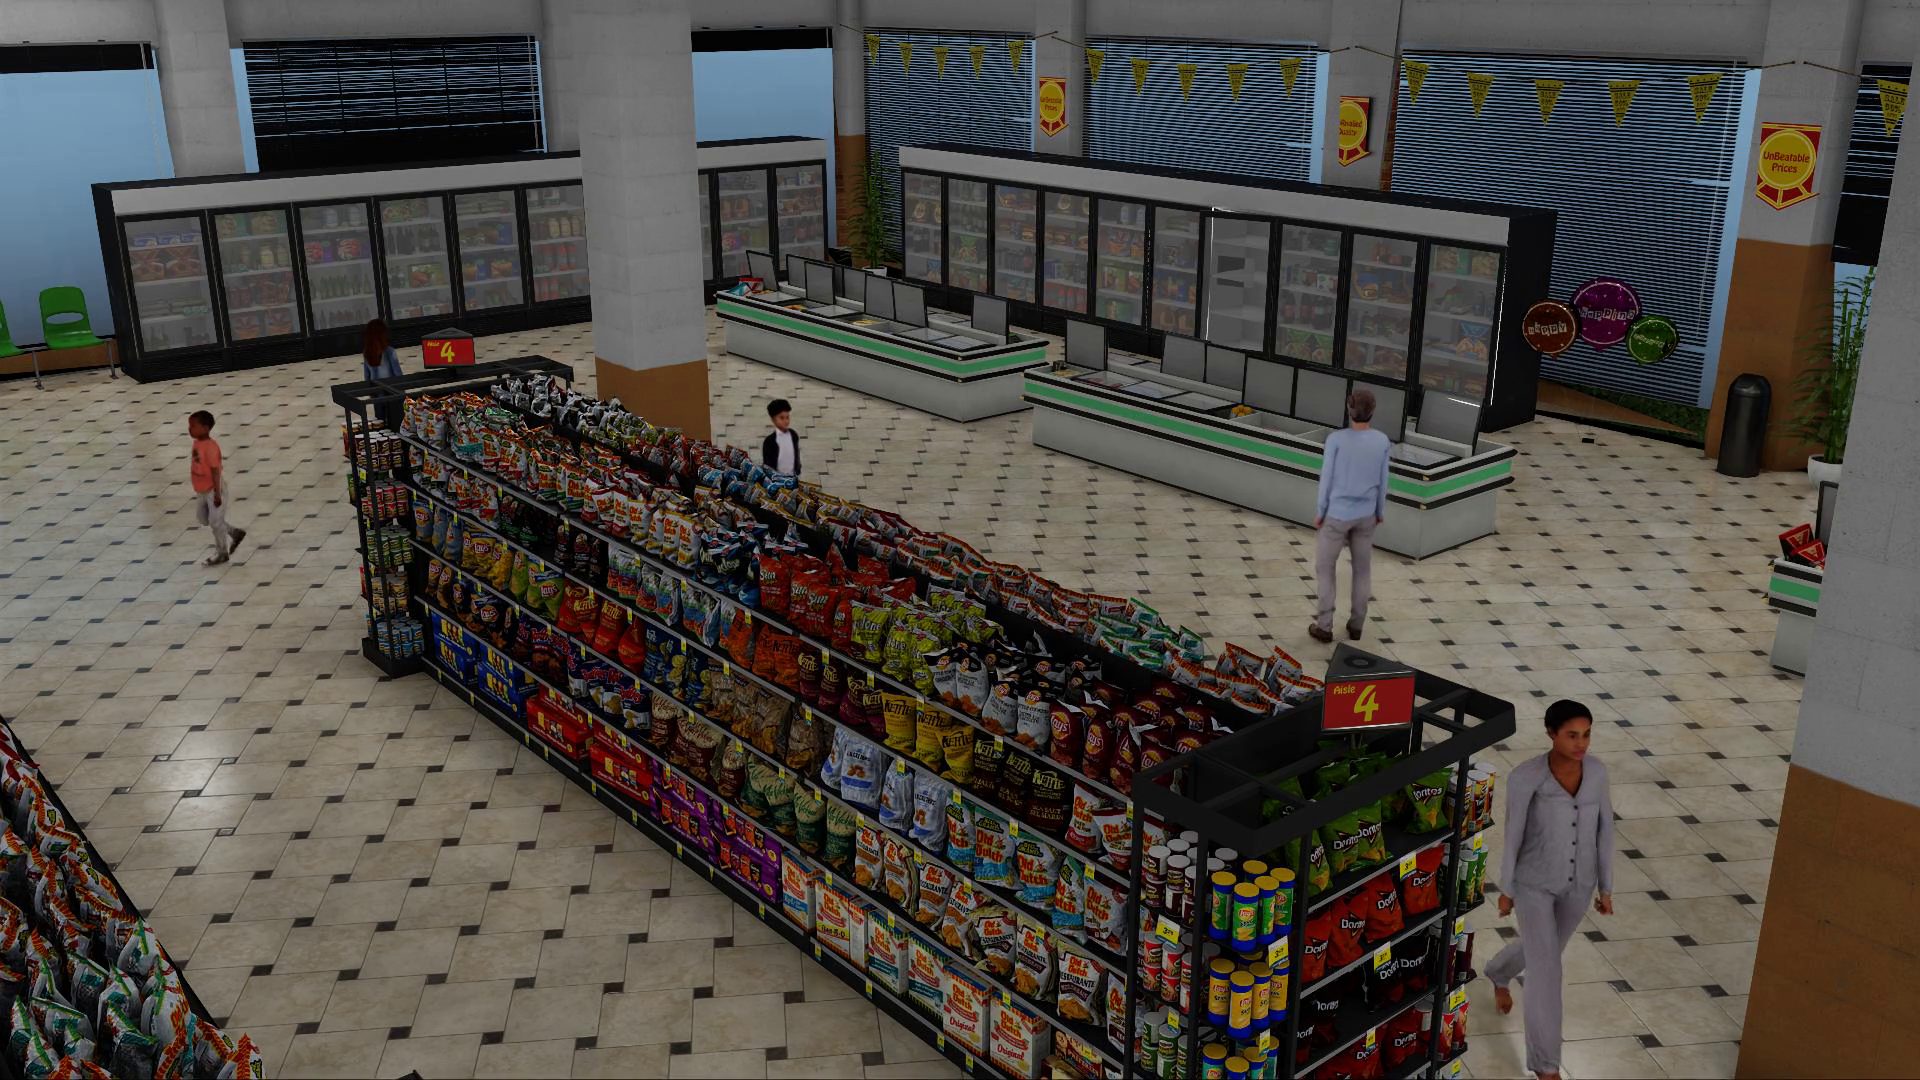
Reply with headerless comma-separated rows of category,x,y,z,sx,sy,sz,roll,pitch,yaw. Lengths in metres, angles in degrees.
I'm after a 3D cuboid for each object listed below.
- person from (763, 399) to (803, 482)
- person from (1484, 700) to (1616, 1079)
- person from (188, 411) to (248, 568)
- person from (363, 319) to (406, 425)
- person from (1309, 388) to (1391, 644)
person,-1.577,-0.628,14.433,0.506,1.221,0.477,-16,24,-39
person,2.590,1.484,7.398,0.999,1.713,1.211,-4,19,-11
person,-6.141,-0.445,13.760,0.614,1.303,0.589,17,25,42
person,-5.706,-1.462,16.503,0.602,1.477,0.701,6,19,16
person,2.829,-0.159,11.991,0.812,1.891,0.841,-2,19,-5
